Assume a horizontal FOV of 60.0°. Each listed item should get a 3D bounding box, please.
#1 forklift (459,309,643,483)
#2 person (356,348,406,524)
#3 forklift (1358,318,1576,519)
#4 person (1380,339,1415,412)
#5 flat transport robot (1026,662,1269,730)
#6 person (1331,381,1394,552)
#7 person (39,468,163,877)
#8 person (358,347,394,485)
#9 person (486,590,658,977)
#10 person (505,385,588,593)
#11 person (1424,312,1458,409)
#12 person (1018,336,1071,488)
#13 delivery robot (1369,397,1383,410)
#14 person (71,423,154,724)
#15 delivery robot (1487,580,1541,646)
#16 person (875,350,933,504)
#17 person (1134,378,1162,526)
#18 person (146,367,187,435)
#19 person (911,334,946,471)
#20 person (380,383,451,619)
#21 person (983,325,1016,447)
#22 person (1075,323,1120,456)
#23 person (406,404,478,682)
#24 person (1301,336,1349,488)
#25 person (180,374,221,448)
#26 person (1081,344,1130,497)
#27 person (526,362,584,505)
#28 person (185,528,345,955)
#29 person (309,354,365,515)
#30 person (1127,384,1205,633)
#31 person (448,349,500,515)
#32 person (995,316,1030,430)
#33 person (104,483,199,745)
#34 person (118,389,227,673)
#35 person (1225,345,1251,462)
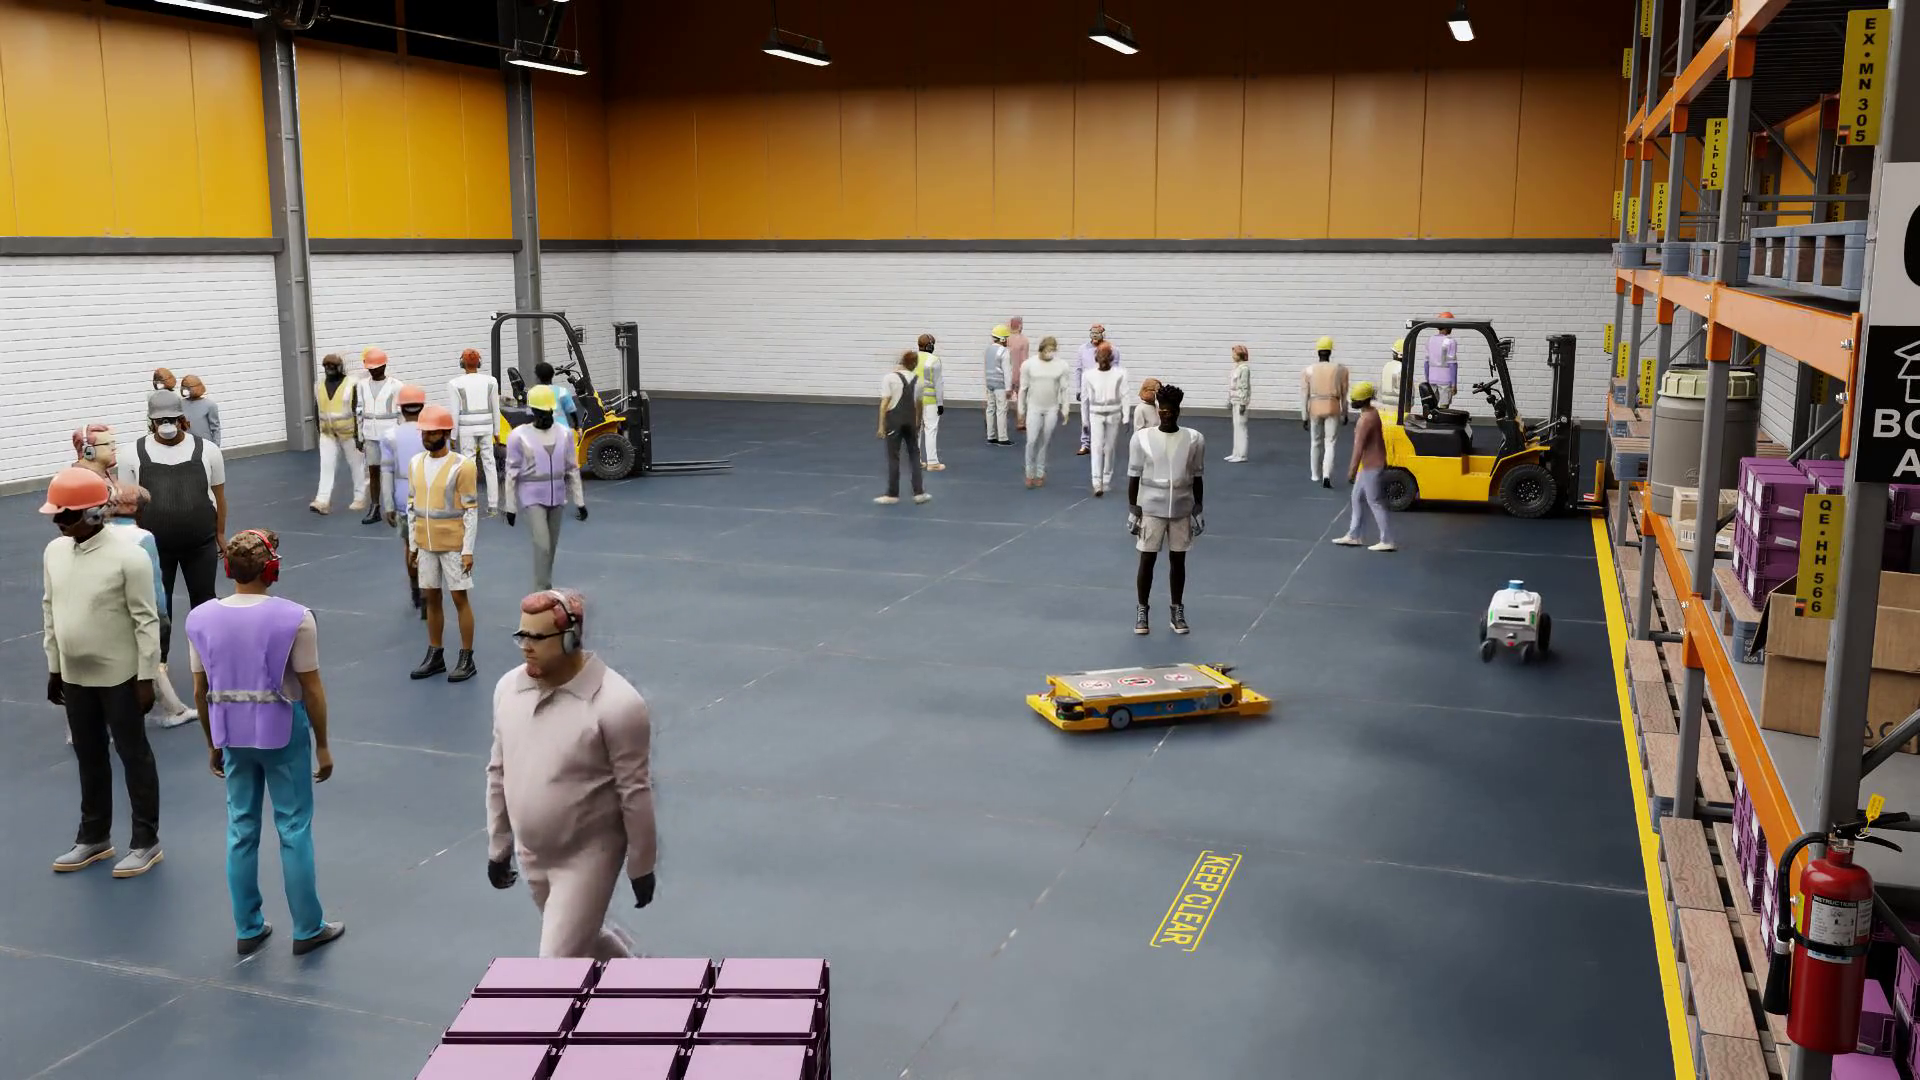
[{"bbox_3d":[-5.354,-1.902,21.697,2.313,2.155,1.214,-2,10,-13],"label":"forklift"},{"bbox_3d":[-6.297,-1.126,18.081,0.543,1.928,0.374,1,10,4],"label":"person"},{"bbox_3d":[5.787,-1.437,19.079,2.313,2.155,1.214,3,11,19],"label":"forklift"},{"bbox_3d":[5.657,-1.678,21.480,0.404,1.825,0.587,-3,10,-15],"label":"person"},{"bbox_3d":[1.210,0.999,10.774,1.431,0.197,0.652,-3,11,-18],"label":"flat transport robot"},{"bbox_3d":[3.986,-0.728,16.435,0.712,1.707,0.595,4,11,22],"label":"person"},{"bbox_3d":[-4.138,0.635,7.992,0.610,1.989,0.391,3,10,16],"label":"person"},{"bbox_3d":[-7.363,-1.557,20.979,0.533,1.761,0.327,2,10,13],"label":"person"},{"bbox_3d":[-1.353,1.068,5.908,0.654,1.871,0.937,6,12,30],"label":"person"},{"bbox_3d":[-3.343,-0.314,13.557,0.725,1.898,0.607,10,14,43],"label":"person"},{"bbox_3d":[7.182,-2.368,24.754,0.378,2.041,0.615,-5,11,-28],"label":"person"},{"bbox_3d":[1.062,-1.587,20.750,0.634,1.902,0.726,-1,10,-5],"label":"person"},{"bbox_3d":[6.749,-2.094,27.132,0.477,0.478,0.707,2,10,11],"label":"delivery robot"},{"bbox_3d":[-5.442,0.209,10.614,0.411,1.910,0.643,-2,10,-12],"label":"person"},{"bbox_3d":[4.100,0.541,12.292,0.477,0.478,0.707,4,11,21],"label":"delivery robot"},{"bbox_3d":[-0.676,-1.309,19.475,0.662,1.808,0.346,-5,11,-27],"label":"person"},{"bbox_3d":[2.015,-0.902,17.642,0.276,1.633,0.507,8,13,36],"label":"person"},{"bbox_3d":[-9.130,-1.175,19.182,0.498,1.633,0.280,1,10,6],"label":"person"},{"bbox_3d":[-0.456,-1.858,22.443,0.633,1.841,0.429,8,13,40],"label":"person"},{"bbox_3d":[-4.443,-0.341,13.736,0.557,1.901,0.876,-1,10,-7],"label":"person"},{"bbox_3d":[0.592,-2.331,25.130,0.404,1.834,0.592,-7,12,-35],"label":"person"},{"bbox_3d":[1.967,-2.167,24.003,0.641,1.908,0.407,3,11,17],"label":"person"},{"bbox_3d":[-3.615,0.021,11.583,0.545,1.942,0.350,3,11,18],"label":"person"},{"bbox_3d":[4.594,-1.621,20.988,0.586,1.888,0.953,3,10,15],"label":"person"},{"bbox_3d":[-8.322,-0.994,18.162,0.503,1.631,0.282,1,10,4],"label":"person"},{"bbox_3d":[1.760,-1.452,20.188,0.578,1.832,0.989,0,10,1],"label":"person"},{"bbox_3d":[-4.753,-1.257,19.553,0.608,1.647,0.868,-1,10,-4],"label":"person"},{"bbox_3d":[-2.964,0.869,7.075,0.566,1.847,0.389,1,10,4],"label":"person"},{"bbox_3d":[-7.027,-1.183,18.762,0.644,1.793,0.946,1,10,7],"label":"person"},{"bbox_3d":[1.608,-0.238,12.973,0.612,1.962,0.363,-1,10,-3],"label":"person"},{"bbox_3d":[-5.417,-1.193,18.581,0.573,1.883,0.354,-7,12,-34],"label":"person"},{"bbox_3d":[0.847,-2.712,27.138,0.652,1.883,0.723,7,12,34],"label":"person"},{"bbox_3d":[-5.102,0.442,10.190,0.527,1.587,0.860,7,12,35],"label":"person"},{"bbox_3d":[-5.484,-0.040,11.648,0.689,2.000,0.539,-5,11,-28],"label":"person"},{"bbox_3d":[3.919,-1.910,23.310,0.312,1.639,0.519,-1,10,-4],"label":"person"}]
